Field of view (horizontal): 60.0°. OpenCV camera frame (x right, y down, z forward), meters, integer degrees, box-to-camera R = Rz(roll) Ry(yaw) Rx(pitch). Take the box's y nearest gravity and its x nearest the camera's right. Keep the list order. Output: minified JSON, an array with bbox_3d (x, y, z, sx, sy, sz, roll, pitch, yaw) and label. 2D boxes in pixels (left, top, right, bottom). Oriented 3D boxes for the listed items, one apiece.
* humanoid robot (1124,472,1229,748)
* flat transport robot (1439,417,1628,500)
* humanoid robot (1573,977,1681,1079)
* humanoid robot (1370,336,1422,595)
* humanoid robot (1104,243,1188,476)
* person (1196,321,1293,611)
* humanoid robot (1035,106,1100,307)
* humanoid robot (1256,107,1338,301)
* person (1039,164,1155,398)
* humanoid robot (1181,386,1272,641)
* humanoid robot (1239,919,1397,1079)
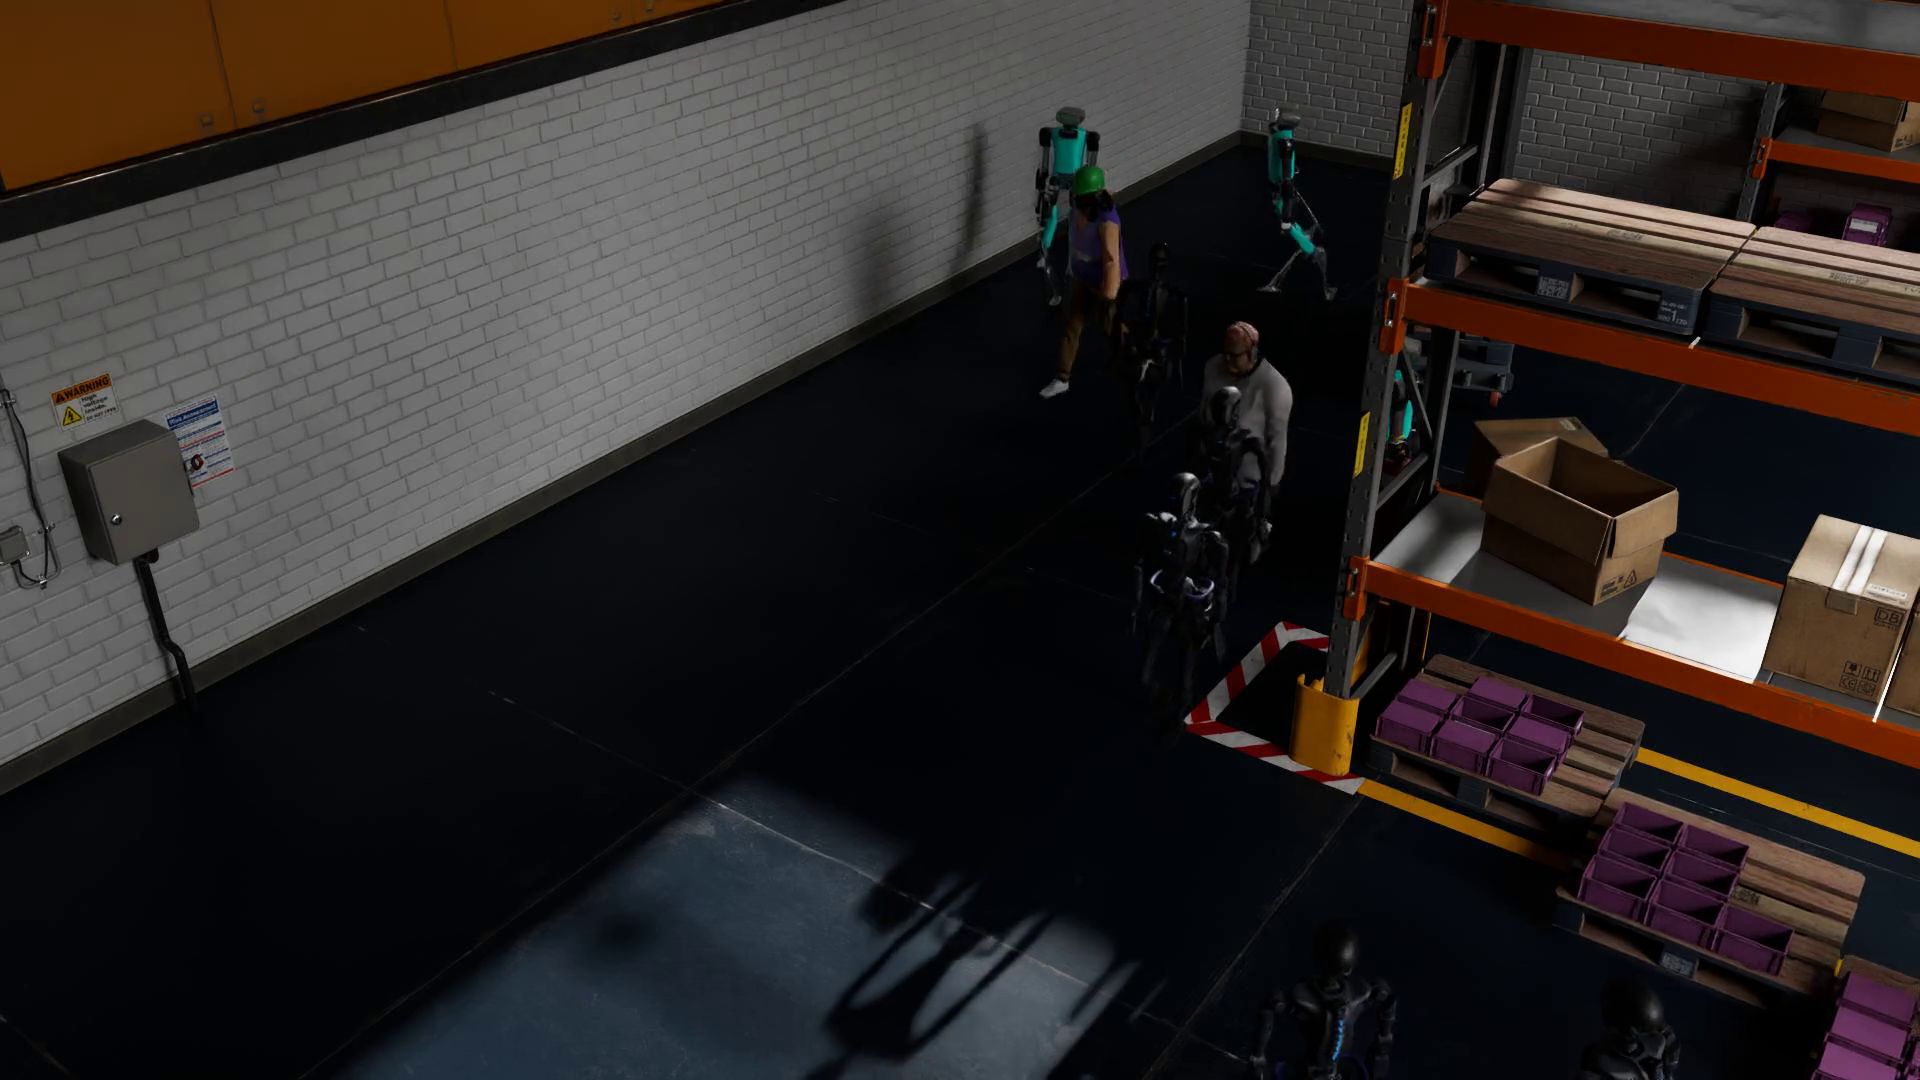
[{"bbox_3d":[1.181,0.396,8.940,0.600,1.655,0.361,17,34,27],"label":"humanoid robot"},{"bbox_3d":[3.661,0.199,10.695,1.431,0.231,0.659,-2,30,-4],"label":"flat transport robot"},{"bbox_3d":[2.297,2.210,5.804,0.590,1.646,0.405,-18,35,-28],"label":"humanoid robot"},{"bbox_3d":[2.813,-0.390,10.242,0.665,1.787,0.536,4,30,6],"label":"humanoid robot"},{"bbox_3d":[1.331,-1.326,11.979,0.597,1.607,0.815,8,31,14],"label":"humanoid robot"},{"bbox_3d":[1.770,-0.528,10.370,0.832,1.870,0.670,-24,37,-35],"label":"person"},{"bbox_3d":[0.869,-2.746,14.450,0.538,1.892,0.744,8,31,13],"label":"humanoid robot"},{"bbox_3d":[3.081,-2.905,14.675,0.884,1.837,0.542,-2,30,-3],"label":"humanoid robot"},{"bbox_3d":[1.098,-2.043,12.977,0.962,1.879,0.591,-17,34,-27],"label":"person"},{"bbox_3d":[1.638,-0.211,10.024,0.608,1.640,0.508,17,34,27],"label":"humanoid robot"},{"bbox_3d":[1.299,2.064,6.092,0.604,1.639,0.738,-5,30,-9],"label":"humanoid robot"}]
